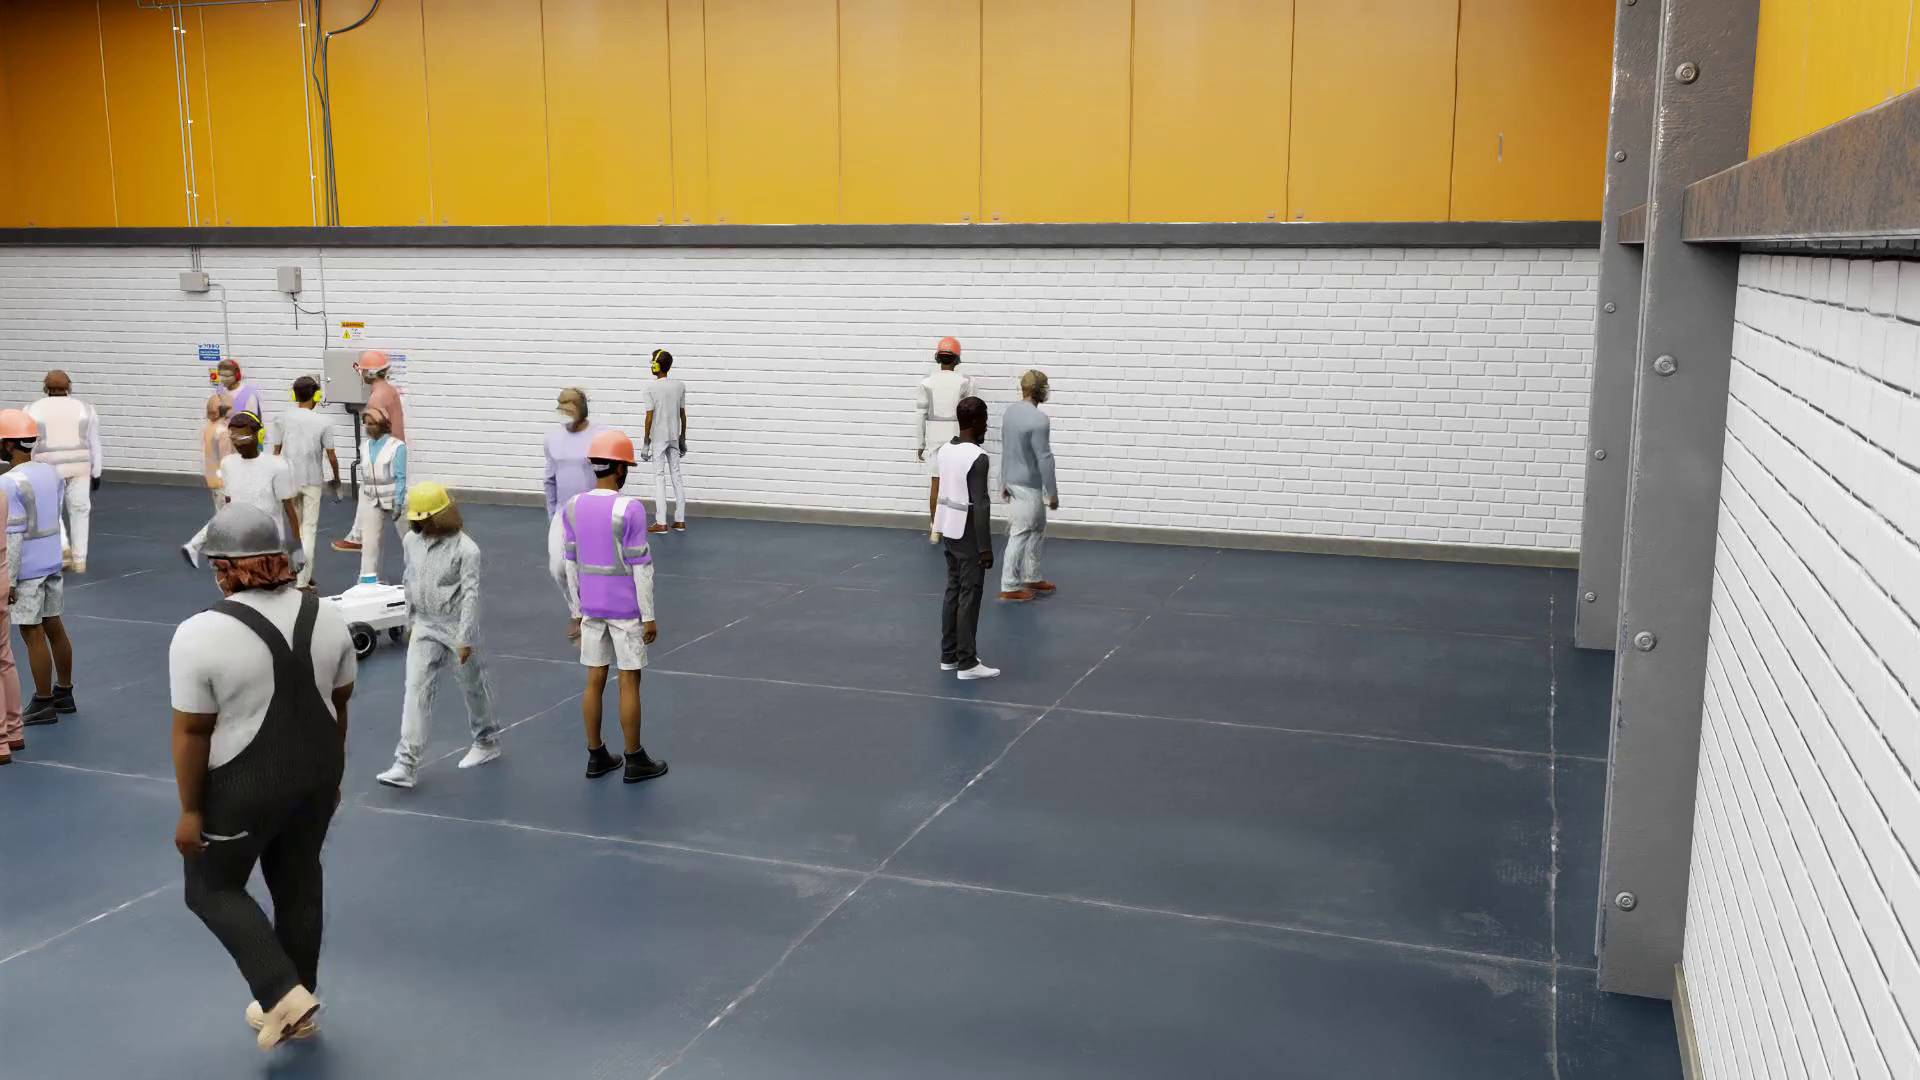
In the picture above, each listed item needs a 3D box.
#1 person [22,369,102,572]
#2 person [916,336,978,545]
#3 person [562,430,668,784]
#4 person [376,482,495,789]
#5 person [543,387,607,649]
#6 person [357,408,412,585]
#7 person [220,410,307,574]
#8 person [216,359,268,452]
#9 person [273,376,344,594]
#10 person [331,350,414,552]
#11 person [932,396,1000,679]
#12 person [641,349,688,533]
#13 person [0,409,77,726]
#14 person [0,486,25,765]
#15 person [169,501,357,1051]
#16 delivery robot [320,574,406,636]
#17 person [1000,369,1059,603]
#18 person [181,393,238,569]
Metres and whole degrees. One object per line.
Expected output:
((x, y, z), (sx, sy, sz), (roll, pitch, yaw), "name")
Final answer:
((-7.934, -0.592, 14.735), (0.641, 1.832, 0.535), (-7, 12, -35), "person")
((-0.115, -0.969, 16.271), (0.614, 2.040, 0.390), (1, 10, 6), "person")
((-1.881, 0.364, 9.084), (0.543, 1.931, 0.371), (5, 11, 26), "person")
((-2.849, 0.502, 9.027), (0.551, 1.664, 0.923), (3, 11, 17), "person")
((-2.752, -0.152, 12.031), (0.629, 1.919, 0.449), (3, 11, 17), "person")
((-4.745, -0.303, 13.803), (0.515, 1.593, 0.866), (4, 11, 20), "person")
((-4.716, 0.014, 11.342), (0.574, 1.839, 0.769), (2, 10, 13), "person")
((-7.313, -0.949, 16.919), (0.571, 1.767, 0.976), (4, 11, 23), "person")
((-5.458, -0.455, 13.937), (0.561, 1.836, 0.692), (0, 10, 2), "person")
((-5.466, -0.836, 15.823), (1.038, 1.947, 0.604), (1, 10, 3), "person")
((0.025, -0.017, 11.300), (0.385, 1.910, 0.593), (-5, 11, -25), "person")
((-3.018, -1.006, 16.951), (0.532, 1.876, 0.321), (-9, 14, -42), "person")
((-5.695, 0.167, 10.168), (0.359, 1.938, 0.545), (0, 10, 0), "person")
((-5.572, 0.327, 9.358), (0.403, 1.906, 0.651), (-2, 10, -12), "person")
((-2.534, 0.854, 6.012), (0.557, 2.000, 0.709), (6, 12, 31), "person")
((-4.251, 0.486, 12.001), (0.477, 0.478, 0.707), (8, 13, 40), "delivery robot")
((0.623, -0.439, 13.648), (0.737, 1.910, 0.655), (-4, 11, -22), "person")
((-6.558, -0.488, 14.723), (0.575, 1.625, 0.525), (-9, 13, -40), "person")
